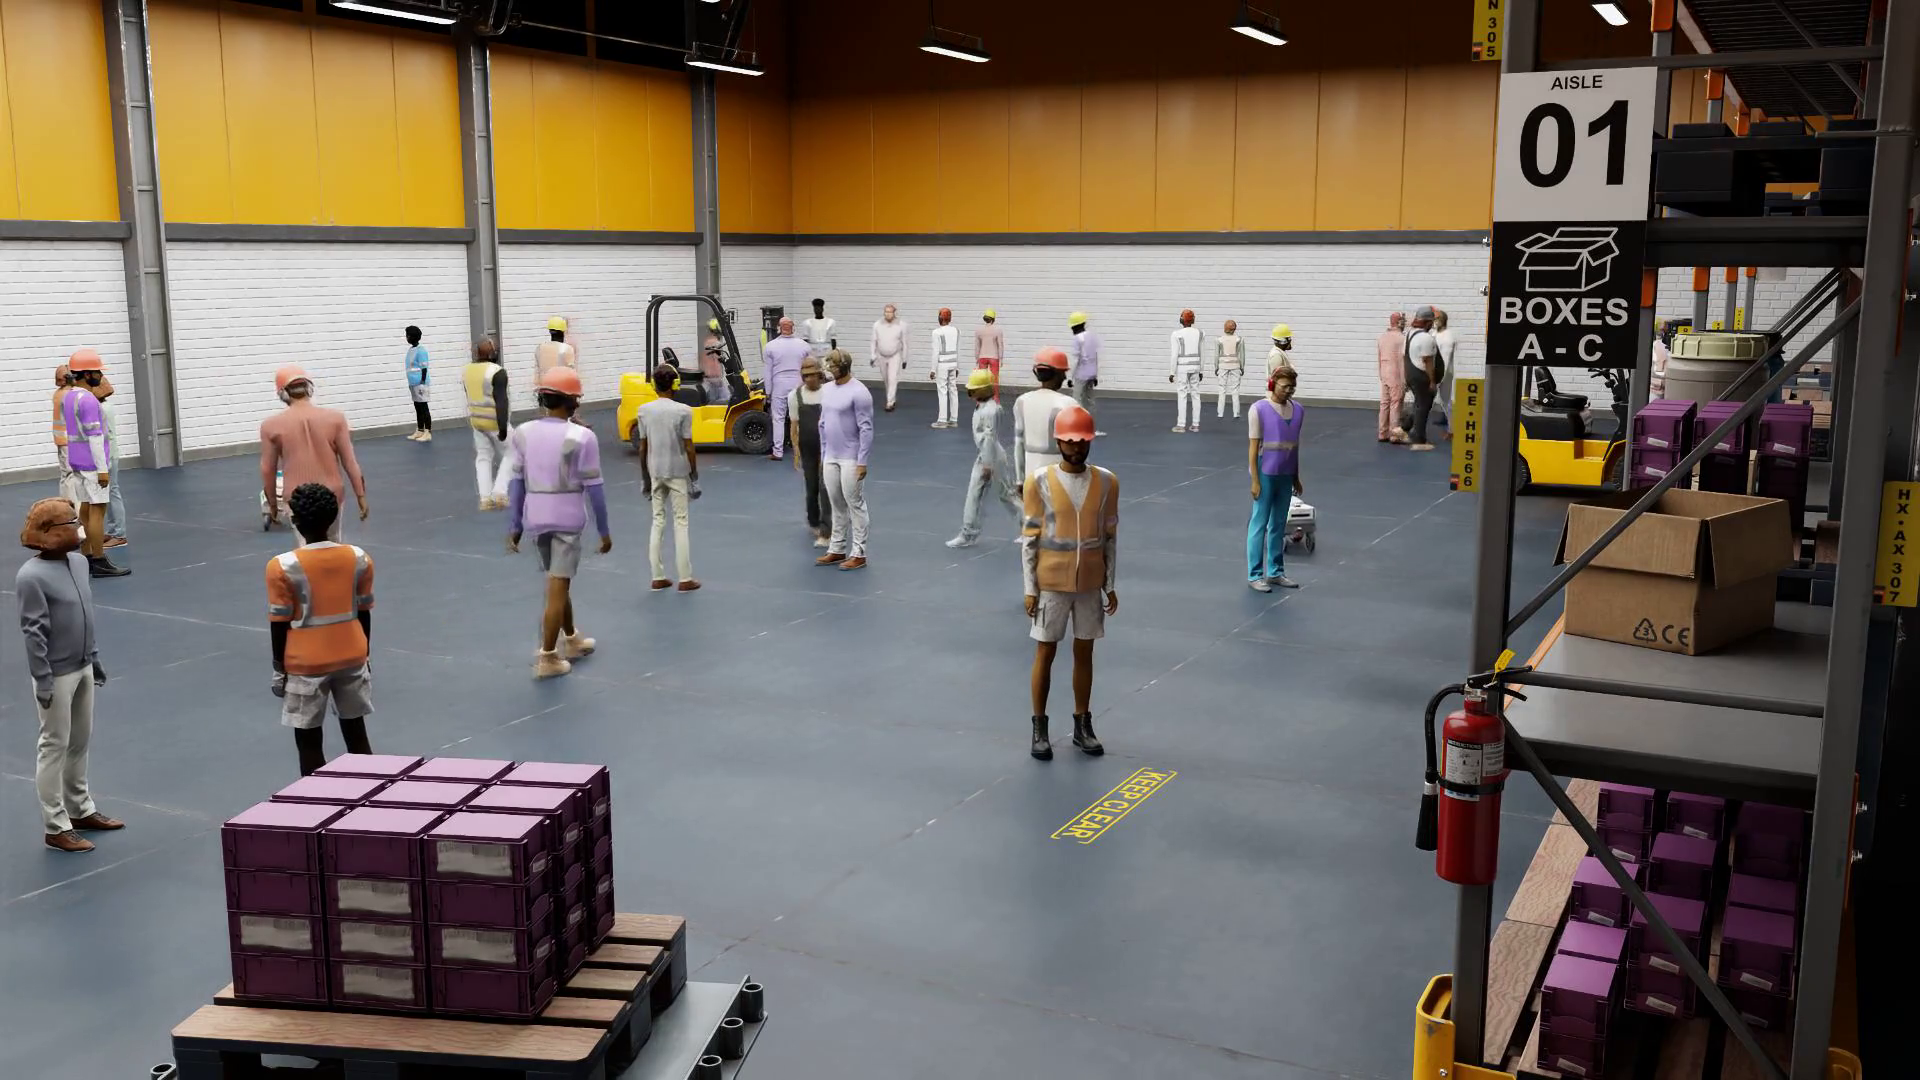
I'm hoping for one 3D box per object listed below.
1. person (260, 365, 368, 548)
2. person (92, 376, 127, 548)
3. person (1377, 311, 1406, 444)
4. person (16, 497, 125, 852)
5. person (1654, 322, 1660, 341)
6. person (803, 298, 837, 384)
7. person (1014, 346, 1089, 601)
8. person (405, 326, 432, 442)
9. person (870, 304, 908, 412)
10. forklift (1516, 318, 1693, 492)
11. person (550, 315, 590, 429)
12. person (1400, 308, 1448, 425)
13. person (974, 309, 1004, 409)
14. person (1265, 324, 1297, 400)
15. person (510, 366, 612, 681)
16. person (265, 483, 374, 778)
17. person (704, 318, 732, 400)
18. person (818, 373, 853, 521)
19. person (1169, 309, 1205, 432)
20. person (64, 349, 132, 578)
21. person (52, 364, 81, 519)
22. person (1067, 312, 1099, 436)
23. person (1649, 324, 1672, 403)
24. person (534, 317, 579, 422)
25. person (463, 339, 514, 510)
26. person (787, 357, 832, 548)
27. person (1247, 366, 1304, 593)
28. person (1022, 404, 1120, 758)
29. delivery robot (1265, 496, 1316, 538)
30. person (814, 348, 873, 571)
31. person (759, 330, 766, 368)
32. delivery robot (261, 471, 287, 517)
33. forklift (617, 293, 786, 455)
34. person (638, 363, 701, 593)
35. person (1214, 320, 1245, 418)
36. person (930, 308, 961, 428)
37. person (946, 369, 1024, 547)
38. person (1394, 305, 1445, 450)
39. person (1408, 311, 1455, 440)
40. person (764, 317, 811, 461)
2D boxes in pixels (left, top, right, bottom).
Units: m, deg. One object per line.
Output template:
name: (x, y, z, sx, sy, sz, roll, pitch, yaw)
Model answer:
person: (-4.739, -0.307, 12.172, 0.681, 1.924, 0.984, -6, 11, -31)
person: (-8.018, -0.745, 15.566, 0.277, 1.632, 0.507, -8, 12, -37)
person: (6.287, -2.335, 23.986, 0.409, 1.905, 0.651, -3, 10, -17)
person: (-4.134, 0.612, 7.703, 0.277, 1.636, 0.505, 0, 10, 0)
person: (10.082, -2.323, 24.300, 0.613, 1.783, 0.955, 9, 13, 42)
person: (-2.480, -3.302, 29.447, 0.607, 1.955, 0.381, 0, 10, 0)
person: (0.731, -0.480, 12.875, 0.448, 2.038, 0.629, -9, 14, -43)
person: (-7.911, -2.278, 24.265, 0.321, 1.694, 0.529, -8, 12, -37)
person: (-1.230, -3.193, 29.108, 0.637, 1.867, 0.988, 2, 10, 13)
forklift: (7.066, -1.601, 18.899, 2.313, 2.155, 1.214, 5, 11, 27)
person: (-5.522, -2.215, 23.342, 0.564, 1.893, 0.659, -5, 11, -28)
person: (7.437, -2.765, 26.530, 0.973, 1.885, 0.571, 2, 10, 11)
person: (0.515, -3.177, 29.260, 0.525, 1.769, 0.327, 3, 10, 19)
person: (4.129, -1.857, 21.415, 0.403, 1.837, 0.590, 2, 10, 10)
person: (-2.557, -0.126, 10.902, 0.635, 2.004, 0.919, 4, 11, 22)
person: (-2.968, 0.574, 7.774, 0.321, 1.689, 0.529, 7, 12, 36)
person: (-3.714, -2.492, 25.330, 0.467, 1.747, 0.550, -7, 12, -34)
person: (-1.219, -0.941, 16.769, 0.688, 1.599, 0.557, 3, 10, 15)
person: (3.485, -2.587, 25.507, 0.572, 1.883, 0.354, -3, 10, -19)
person: (-7.358, -0.647, 14.121, 0.542, 1.938, 0.358, 9, 13, 43)
person: (-8.989, -0.959, 16.815, 0.313, 1.633, 0.518, -9, 13, -42)
person: (1.868, -2.441, 24.683, 0.395, 1.889, 0.823, 6, 12, 32)
person: (9.356, -1.972, 22.088, 0.619, 1.839, 0.430, 3, 10, 15)
person: (-5.196, -1.918, 21.504, 0.595, 1.925, 0.372, 3, 10, 19)
person: (-4.994, -1.229, 17.782, 0.639, 1.829, 0.484, 7, 12, 34)
person: (-1.344, -0.854, 15.748, 0.515, 1.802, 0.785, 0, 10, 2)
person: (2.563, -0.505, 13.586, 0.563, 1.837, 0.395, -7, 12, -35)
person: (0.611, 0.227, 9.055, 0.547, 1.938, 0.378, -2, 10, -12)
delivery robot: (3.036, -0.246, 15.503, 0.477, 0.478, 0.707, -1, 9, -12)
person: (-1.004, -0.702, 14.453, 0.377, 1.934, 0.629, -9, 13, -42)
person: (-2.905, -2.708, 26.350, 0.429, 1.838, 0.621, -8, 13, -40)
delivery robot: (-6.796, -0.455, 16.737, 0.477, 0.478, 0.707, -2, 10, -12)
forklift: (-3.588, -2.317, 23.042, 2.313, 2.155, 1.214, -1, 10, -5)
person: (-2.355, -0.499, 13.495, 0.493, 1.863, 0.329, 3, 10, 18)
person: (4.483, -2.839, 27.673, 0.514, 1.641, 0.307, 2, 10, 10)
person: (-0.232, -2.703, 26.181, 0.573, 1.883, 0.356, -9, 13, -43)
person: (0.327, -0.770, 15.579, 0.886, 1.686, 0.522, -3, 10, -15)
person: (6.471, -2.260, 23.157, 0.538, 2.000, 0.690, 0, 10, -3)
person: (6.971, -2.396, 24.348, 0.842, 1.902, 0.652, -1, 10, -6)
person: (-2.285, -2.000, 22.072, 0.639, 1.900, 0.401, -3, 10, -18)
